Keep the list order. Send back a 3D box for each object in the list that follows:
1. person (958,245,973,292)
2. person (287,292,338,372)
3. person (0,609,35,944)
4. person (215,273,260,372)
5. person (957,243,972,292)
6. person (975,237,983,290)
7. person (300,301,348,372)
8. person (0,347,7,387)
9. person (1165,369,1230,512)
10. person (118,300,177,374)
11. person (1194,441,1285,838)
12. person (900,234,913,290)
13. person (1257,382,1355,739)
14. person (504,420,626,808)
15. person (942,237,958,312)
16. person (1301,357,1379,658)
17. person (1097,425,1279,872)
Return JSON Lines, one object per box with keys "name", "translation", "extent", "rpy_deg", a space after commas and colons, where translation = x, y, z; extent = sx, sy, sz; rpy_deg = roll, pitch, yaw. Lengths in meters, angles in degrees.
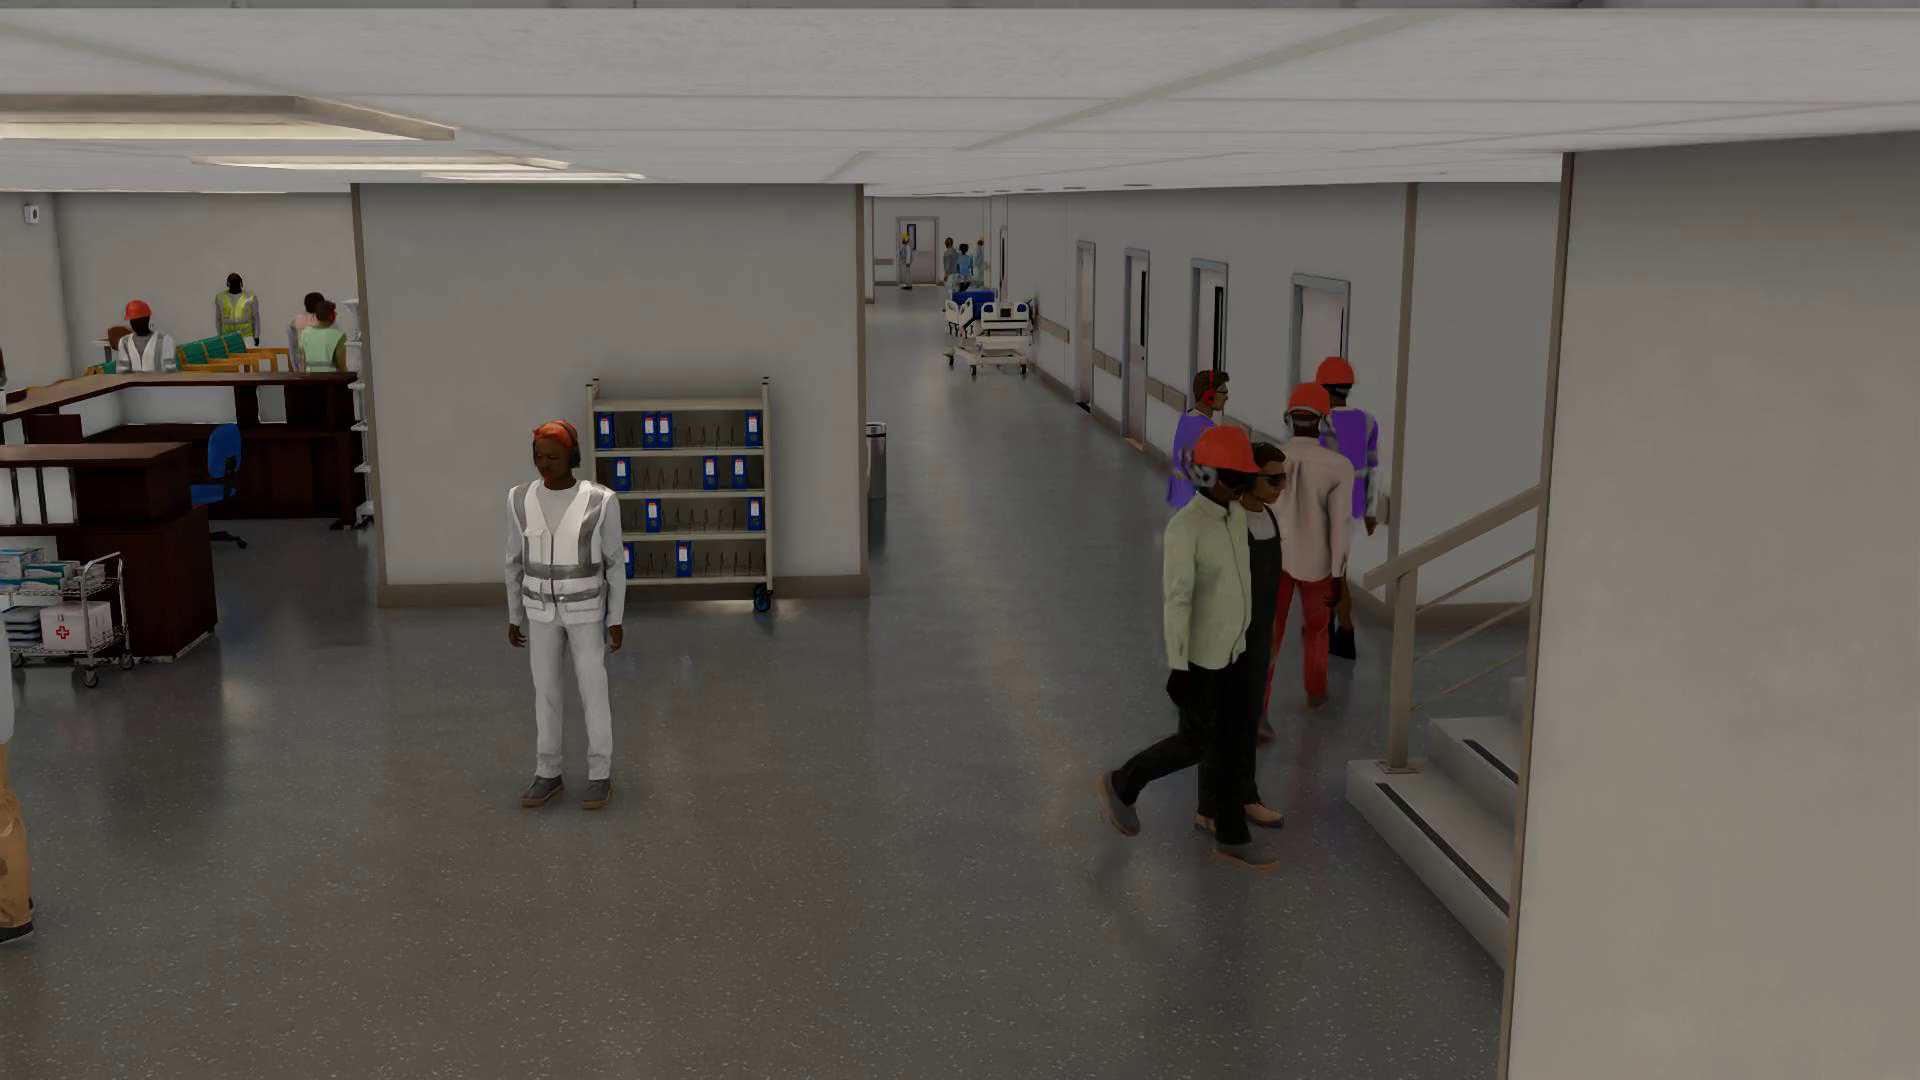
{"name": "person", "translation": [0.138, -7.822, 48.569], "extent": [0.515, 1.641, 0.309], "rpy_deg": [2, 12, 10]}
{"name": "person", "translation": [-7.549, -1.992, 19.588], "extent": [0.633, 1.841, 0.429], "rpy_deg": [1, 12, 6]}
{"name": "person", "translation": [-3.890, 0.729, 6.510], "extent": [0.342, 1.747, 0.572], "rpy_deg": [-5, 13, -25]}
{"name": "person", "translation": [-10.781, -3.063, 24.852], "extent": [0.625, 1.837, 0.430], "rpy_deg": [-2, 12, -11]}
{"name": "person", "translation": [0.078, -7.631, 47.530], "extent": [0.540, 1.682, 0.405], "rpy_deg": [-9, 15, -38]}
{"name": "person", "translation": [0.694, -8.987, 54.056], "extent": [0.402, 1.726, 0.493], "rpy_deg": [-2, 12, -12]}
{"name": "person", "translation": [-7.001, -1.712, 18.277], "extent": [0.582, 1.818, 0.809], "rpy_deg": [2, 12, 10]}
{"name": "person", "translation": [-11.627, -2.015, 19.724], "extent": [0.544, 1.841, 0.798], "rpy_deg": [-7, 13, -30]}
{"name": "person", "translation": [1.546, -0.191, 10.810], "extent": [0.393, 1.837, 0.559], "rpy_deg": [-1, 12, -6]}
{"name": "person", "translation": [-8.224, -1.463, 16.812], "extent": [0.564, 1.915, 0.511], "rpy_deg": [1, 12, 3]}
{"name": "person", "translation": [1.300, 0.458, 7.622], "extent": [0.342, 1.840, 0.506], "rpy_deg": [10, 15, 41]}
{"name": "person", "translation": [-1.754, -9.082, 54.307], "extent": [0.430, 1.815, 0.652], "rpy_deg": [-1, 12, -7]}
{"name": "person", "translation": [1.830, 0.105, 9.120], "extent": [0.623, 1.941, 1.087], "rpy_deg": [5, 13, 24]}
{"name": "person", "translation": [-1.896, 0.362, 7.984], "extent": [0.587, 1.879, 0.342], "rpy_deg": [2, 12, 8]}
{"name": "person", "translation": [-0.266, -6.949, 43.569], "extent": [0.357, 1.938, 0.637], "rpy_deg": [5, 12, 21]}
{"name": "person", "translation": [2.369, -0.225, 10.772], "extent": [0.563, 1.905, 0.771], "rpy_deg": [-7, 13, -31]}
{"name": "person", "translation": [1.030, 0.463, 7.297], "extent": [0.755, 1.966, 0.629], "rpy_deg": [9, 14, 36]}
